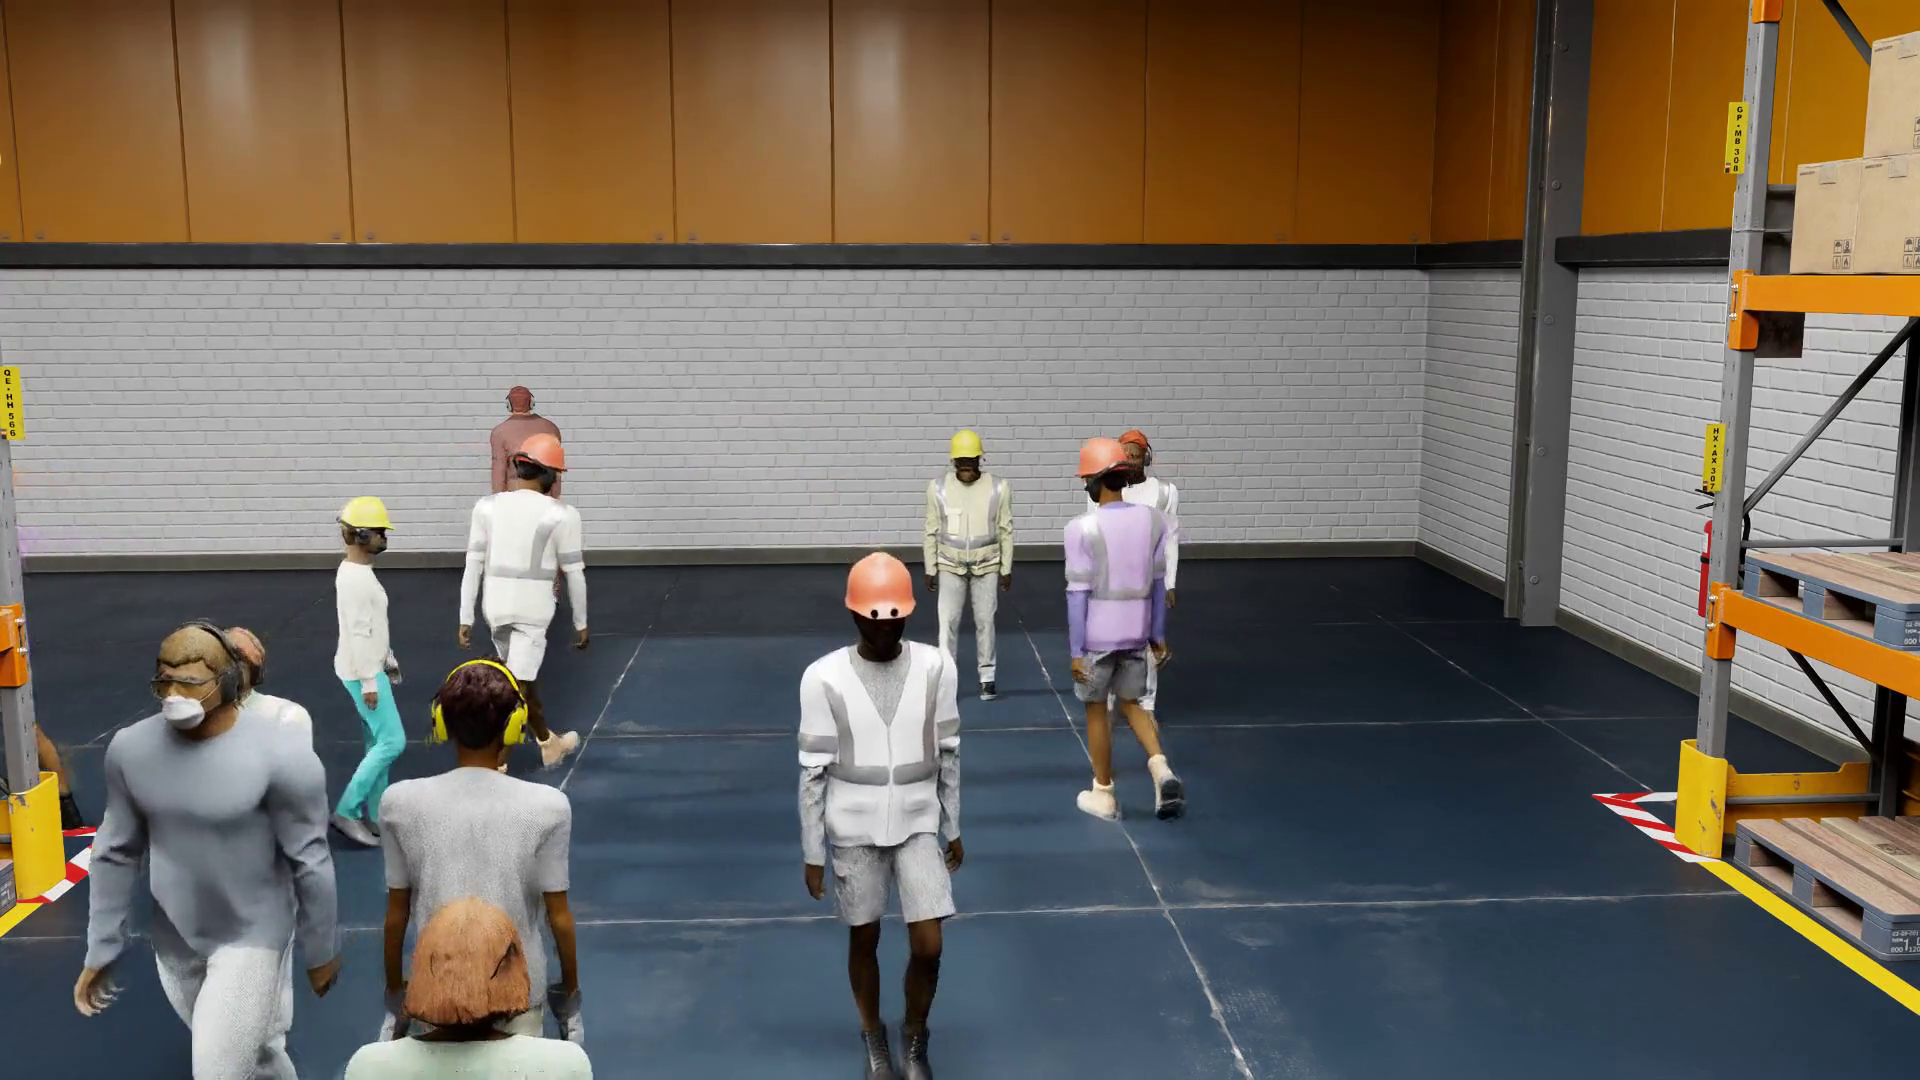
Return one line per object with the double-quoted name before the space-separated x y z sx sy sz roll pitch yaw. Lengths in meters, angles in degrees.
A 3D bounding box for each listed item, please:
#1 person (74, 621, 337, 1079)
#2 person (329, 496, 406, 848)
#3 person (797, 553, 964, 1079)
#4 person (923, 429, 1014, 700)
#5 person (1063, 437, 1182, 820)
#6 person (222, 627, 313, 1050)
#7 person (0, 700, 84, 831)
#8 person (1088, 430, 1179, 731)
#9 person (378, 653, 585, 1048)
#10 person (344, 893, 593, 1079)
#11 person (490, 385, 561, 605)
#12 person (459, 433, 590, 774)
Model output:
"person" -2.117 1.158 4.695 0.638 1.885 1.037 2 9 13
"person" -2.914 0.652 8.269 0.389 1.751 0.542 -3 10 -20
"person" -0.251 0.994 5.587 0.583 1.917 0.580 -2 9 -11
"person" 0.061 0.166 11.111 0.611 1.822 0.406 0 9 3
"person" 0.818 0.486 8.470 0.622 2.013 0.656 -5 10 -26
"person" -2.488 1.115 5.729 0.526 1.614 0.675 -1 9 -9
"person" -4.948 0.587 8.268 1.005 1.882 0.551 -2 9 -12
"person" 1.062 0.256 10.340 0.583 1.882 0.338 1 9 6
"person" -1.259 1.226 4.358 0.539 1.851 0.533 -1 9 -6
"person" -0.979 1.512 3.318 0.502 1.613 0.703 0 9 -2
"person" -3.704 -0.360 14.152 0.643 1.905 0.399 -8 12 -42
"person" -2.376 0.406 9.171 0.617 1.953 1.087 2 9 15
